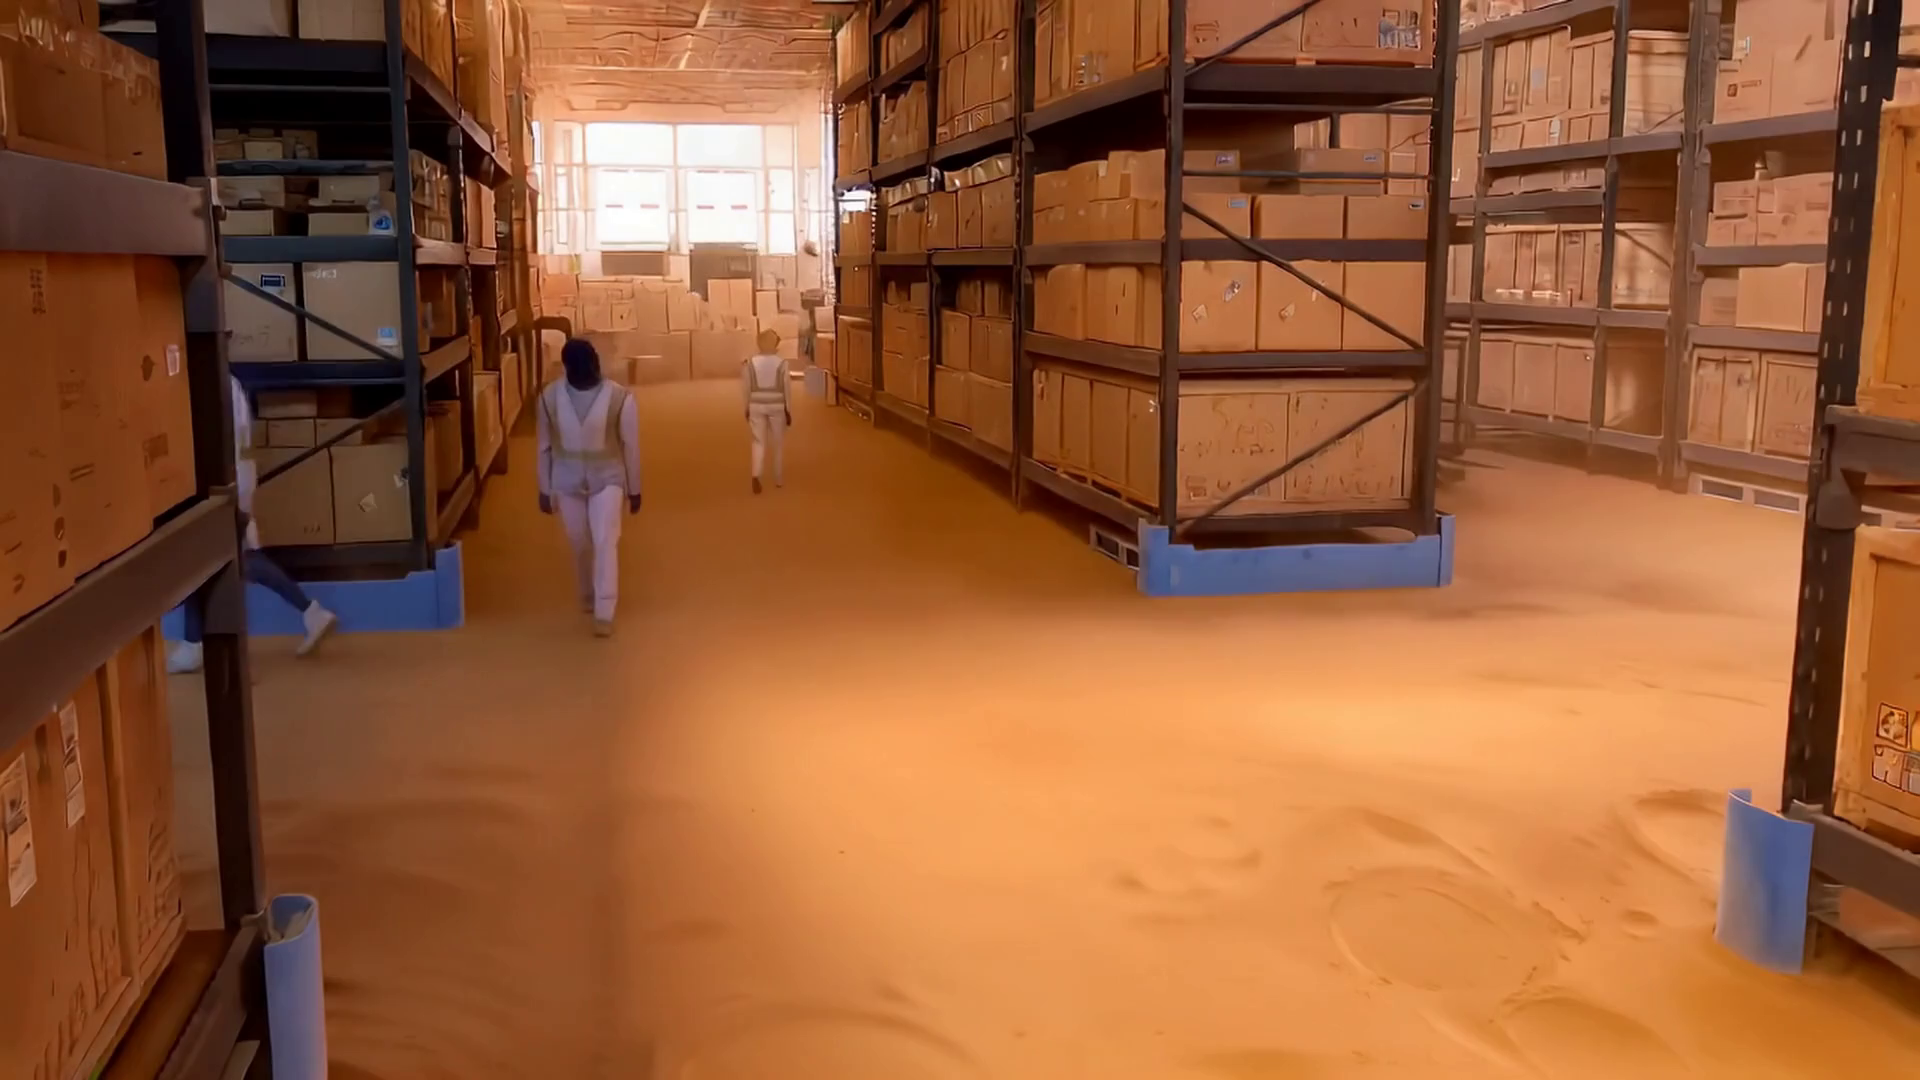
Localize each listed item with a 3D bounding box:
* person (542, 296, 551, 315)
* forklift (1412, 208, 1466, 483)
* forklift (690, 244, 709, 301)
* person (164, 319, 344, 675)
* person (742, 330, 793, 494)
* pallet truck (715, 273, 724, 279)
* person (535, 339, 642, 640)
[{"bbox_3d":[-16.091,-9.162,64.518,0.668,1.614,0.520,-3,10,-18],"label":"person"},{"bbox_3d":[4.383,-2.065,17.413,1.129,2.768,1.873,-2,10,-12],"label":"forklift"},{"bbox_3d":[-6.844,-6.465,44.229,1.873,2.768,1.129,0,9,3],"label":"forklift"},{"bbox_3d":[-3.966,-0.266,9.122,0.992,2.013,0.619,-3,10,-17],"label":"person"},{"bbox_3d":[-1.904,-1.265,16.406,0.514,1.608,0.786,0,9,1],"label":"person"},{"bbox_3d":[-8.580,-8.986,62.280,1.885,1.965,0.823,1,9,5],"label":"pallet truck"},{"bbox_3d":[-2.278,-0.343,10.243,0.627,1.798,0.956,-1,9,-3],"label":"person"}]
